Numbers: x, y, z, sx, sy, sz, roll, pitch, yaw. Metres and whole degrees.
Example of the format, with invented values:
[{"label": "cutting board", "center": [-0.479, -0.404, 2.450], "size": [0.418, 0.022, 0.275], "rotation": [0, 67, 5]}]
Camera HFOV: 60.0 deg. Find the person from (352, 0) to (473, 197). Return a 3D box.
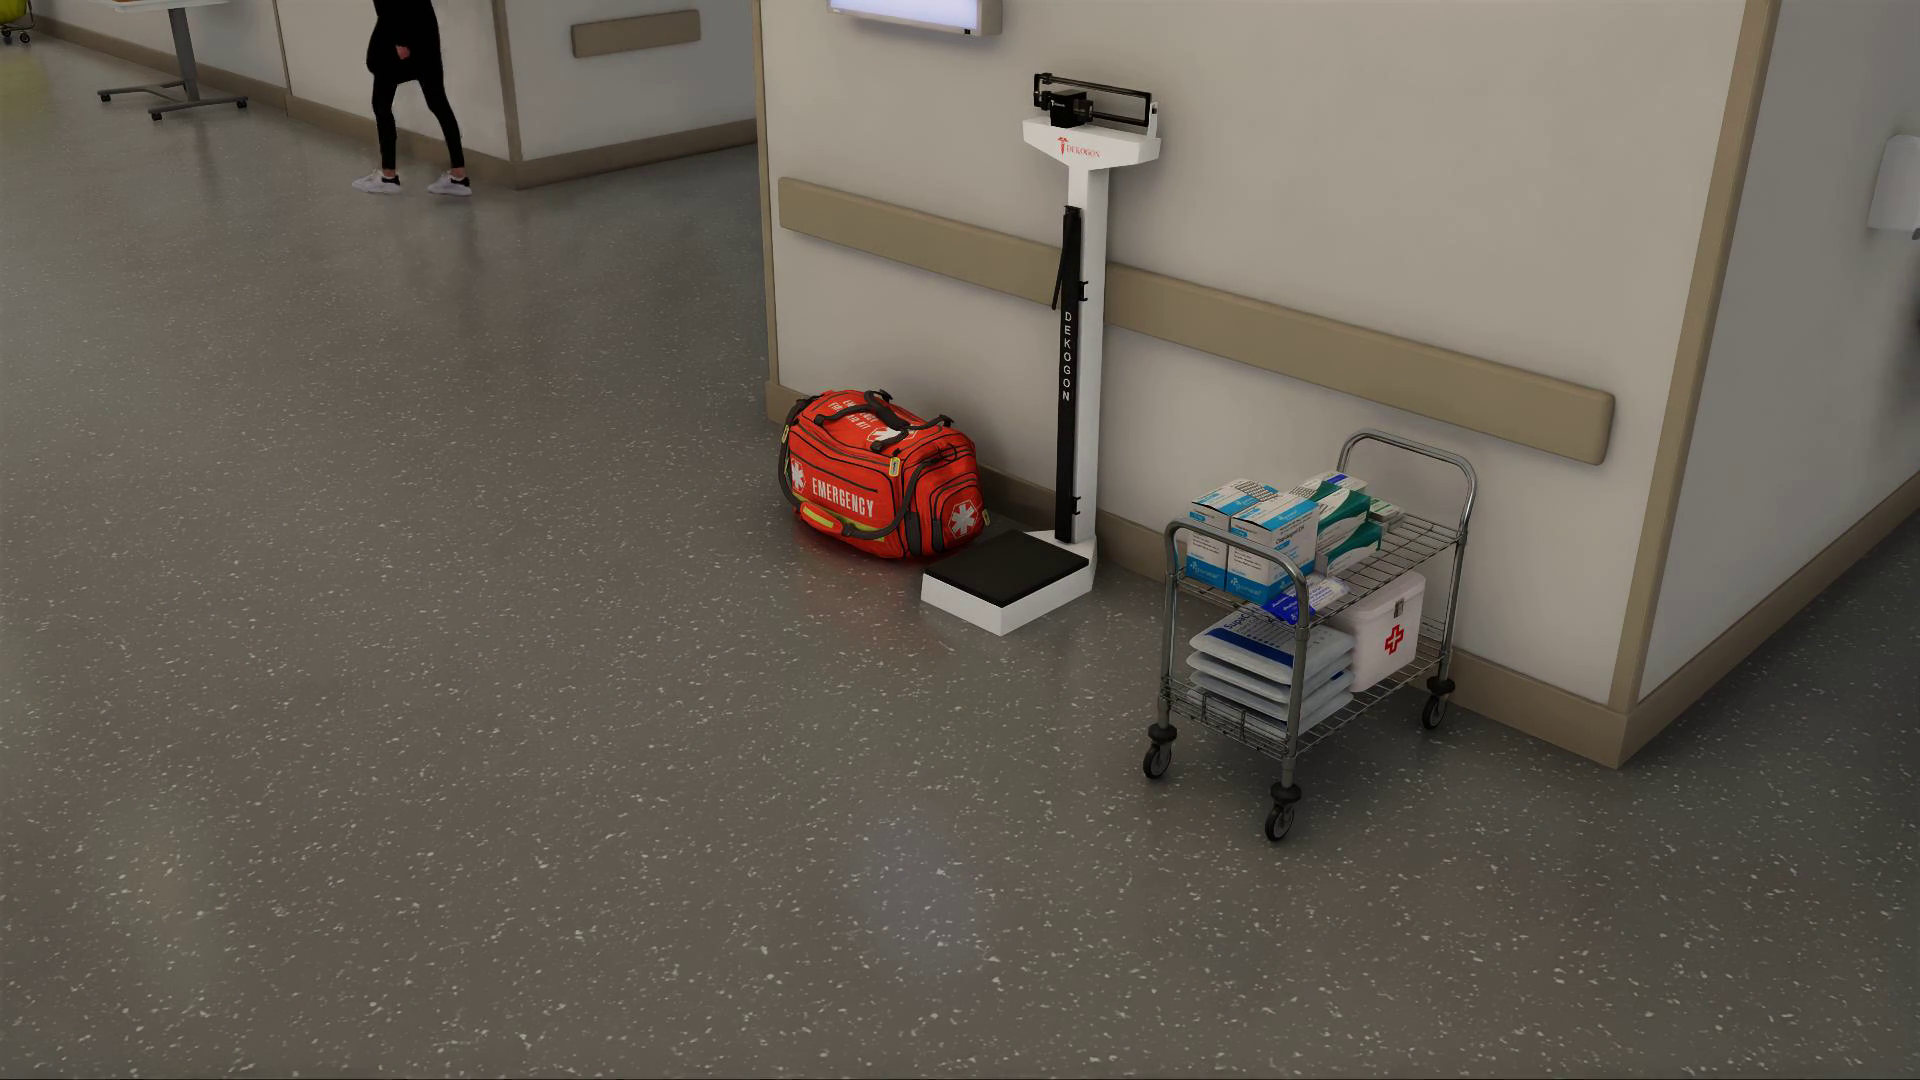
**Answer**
[{"label": "person", "center": [-3.009, -2.805, 9.386], "size": [1.027, 1.778, 0.931], "rotation": [3, 26, 7]}]
